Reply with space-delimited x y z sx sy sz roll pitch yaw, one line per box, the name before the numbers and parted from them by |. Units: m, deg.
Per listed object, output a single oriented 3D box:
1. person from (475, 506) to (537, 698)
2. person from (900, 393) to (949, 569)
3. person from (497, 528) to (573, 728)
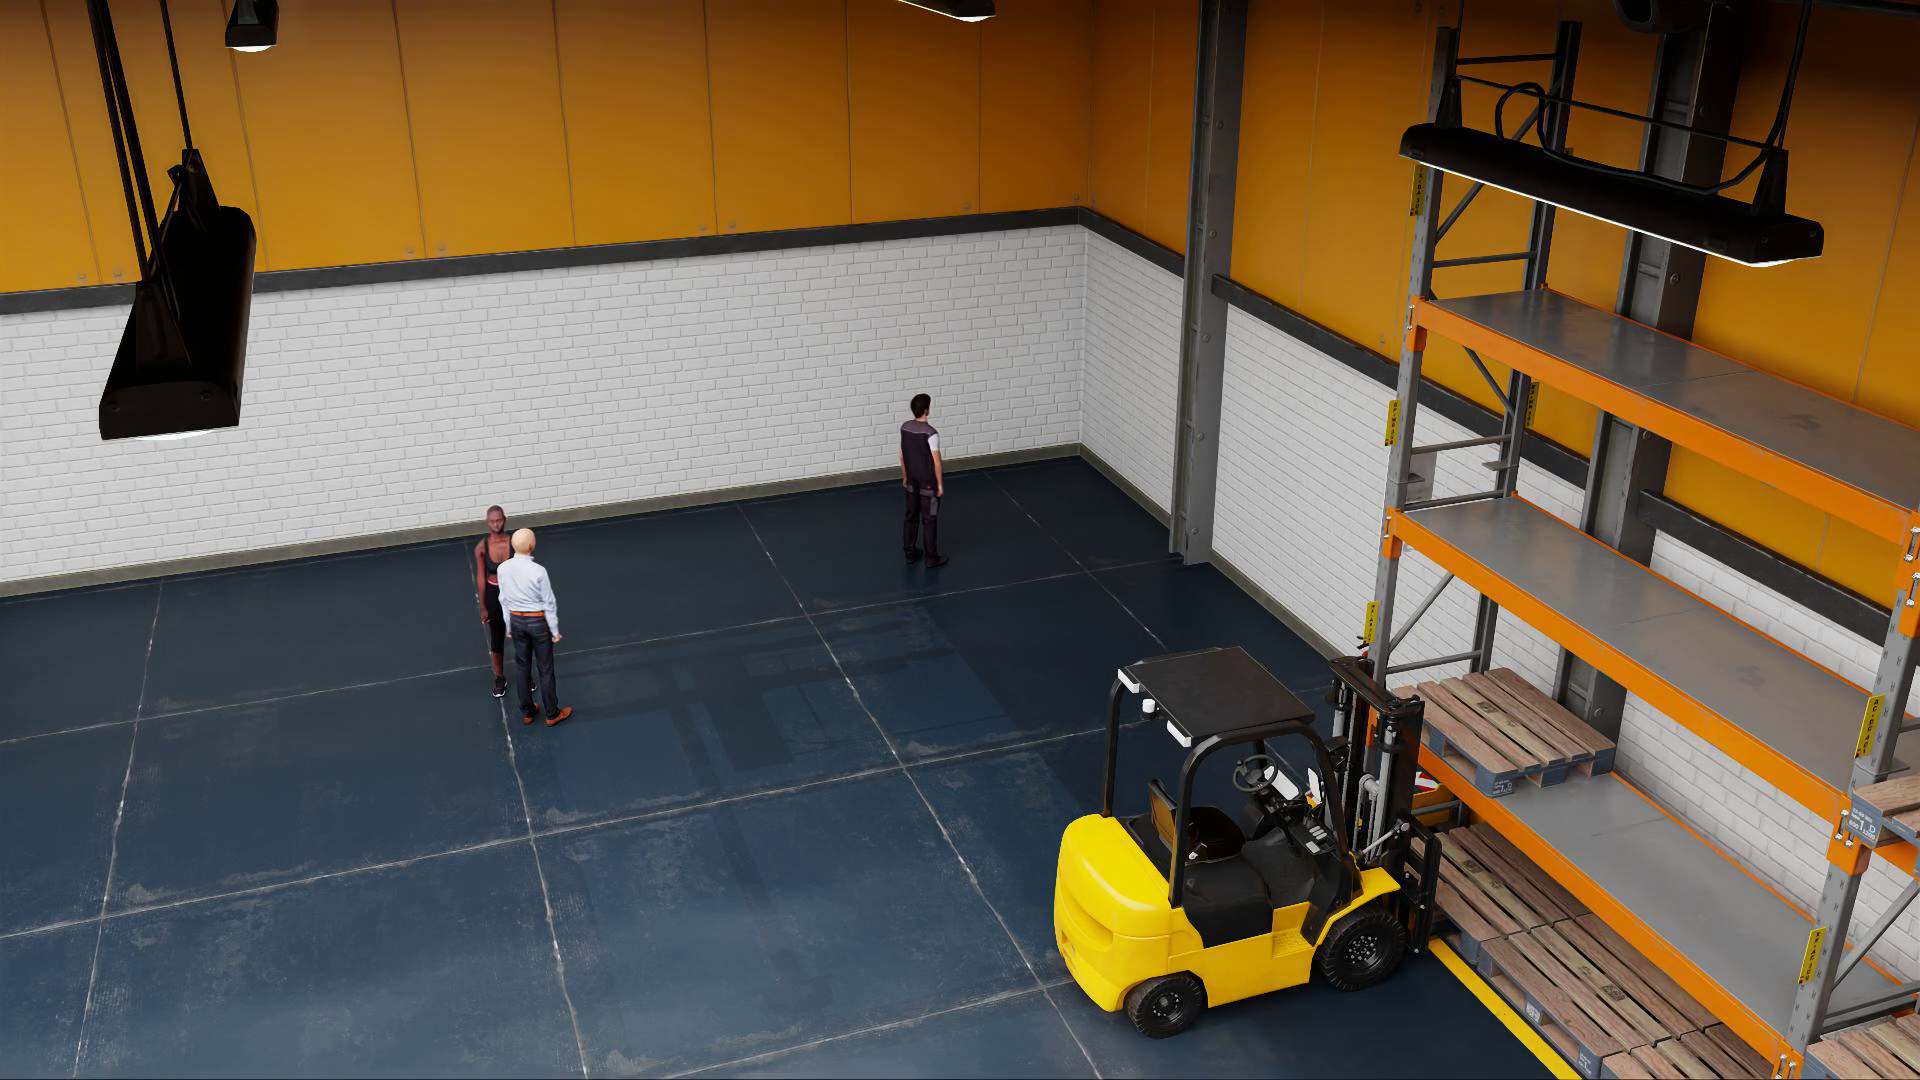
person | -3.991 0.515 14.616 0.587 1.757 0.515 -9 25 -19
person | -0.396 -0.614 17.083 0.698 1.848 0.802 17 29 33
person | -3.624 0.735 14.069 0.737 1.791 0.749 5 24 11
